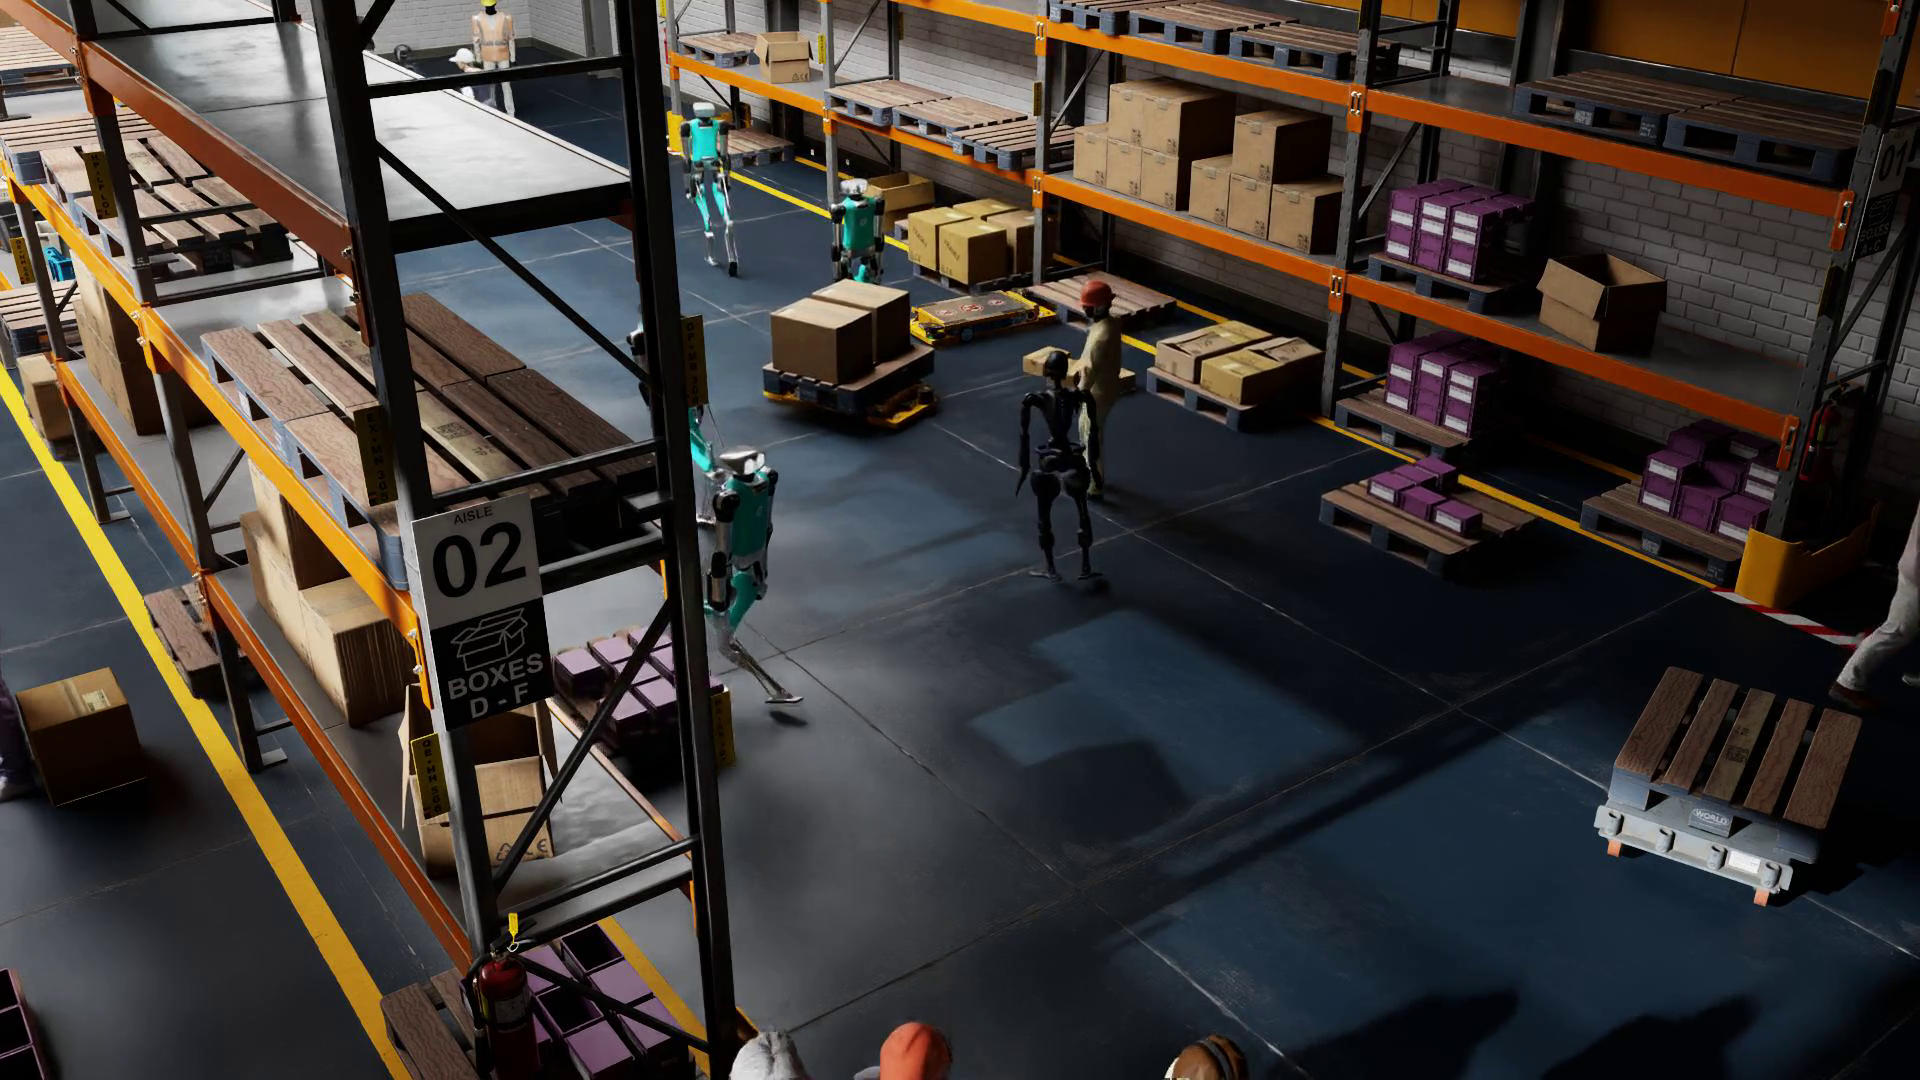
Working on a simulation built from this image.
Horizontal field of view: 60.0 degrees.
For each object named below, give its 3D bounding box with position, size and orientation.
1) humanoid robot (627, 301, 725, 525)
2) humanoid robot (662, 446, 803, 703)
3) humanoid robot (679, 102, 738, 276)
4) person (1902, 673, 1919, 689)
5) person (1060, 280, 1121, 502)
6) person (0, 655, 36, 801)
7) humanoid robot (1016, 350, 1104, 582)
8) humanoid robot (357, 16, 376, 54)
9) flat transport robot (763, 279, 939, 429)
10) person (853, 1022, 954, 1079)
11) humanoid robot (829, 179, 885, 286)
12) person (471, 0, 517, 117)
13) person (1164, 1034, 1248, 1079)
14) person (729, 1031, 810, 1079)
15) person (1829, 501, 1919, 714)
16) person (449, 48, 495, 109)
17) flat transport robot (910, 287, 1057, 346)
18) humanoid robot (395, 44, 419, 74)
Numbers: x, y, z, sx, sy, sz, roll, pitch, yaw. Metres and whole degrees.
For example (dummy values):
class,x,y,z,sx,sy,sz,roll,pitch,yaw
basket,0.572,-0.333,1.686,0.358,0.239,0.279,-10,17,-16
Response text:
class,x,y,z,sx,sy,sz,roll,pitch,yaw
humanoid robot,-1.939,-0.830,12.112,0.778,1.864,0.534,15,30,27
humanoid robot,-1.421,0.239,9.881,0.952,1.752,0.544,13,29,24
humanoid robot,-2.598,-3.694,17.725,0.553,1.788,0.929,-11,29,-21
person,6.197,0.053,10.009,0.489,1.954,0.417,-16,31,-28
person,0.996,-1.137,12.613,0.424,1.735,0.569,3,27,7
person,-5.466,0.549,9.091,0.404,1.900,0.633,-17,31,-30
humanoid robot,0.696,-0.472,11.369,0.614,1.644,0.473,-5,27,-10
humanoid robot,-8.306,-6.522,23.390,0.374,1.644,0.589,-20,33,-34
flat transport robot,-0.960,-1.293,14.559,1.431,0.231,0.659,16,31,29
person,-0.129,2.304,5.787,0.552,1.712,0.818,13,29,24
humanoid robot,-1.008,-2.500,15.315,0.550,1.737,0.978,-15,30,-28
person,-6.694,-6.960,24.000,0.585,1.916,0.378,-7,28,-14
person,0.818,2.368,5.595,0.974,1.783,0.626,-14,30,-26
person,-0.710,2.321,5.653,0.583,1.819,0.719,-16,31,-28
person,5.719,0.240,9.694,0.637,1.900,0.863,-22,34,-37
person,-6.135,-5.278,20.854,0.769,1.727,0.774,8,28,15
flat transport robot,0.181,-2.195,16.354,1.431,0.231,0.659,-15,30,-27
humanoid robot,-7.080,-5.603,21.629,0.749,1.652,0.587,-13,29,-24
